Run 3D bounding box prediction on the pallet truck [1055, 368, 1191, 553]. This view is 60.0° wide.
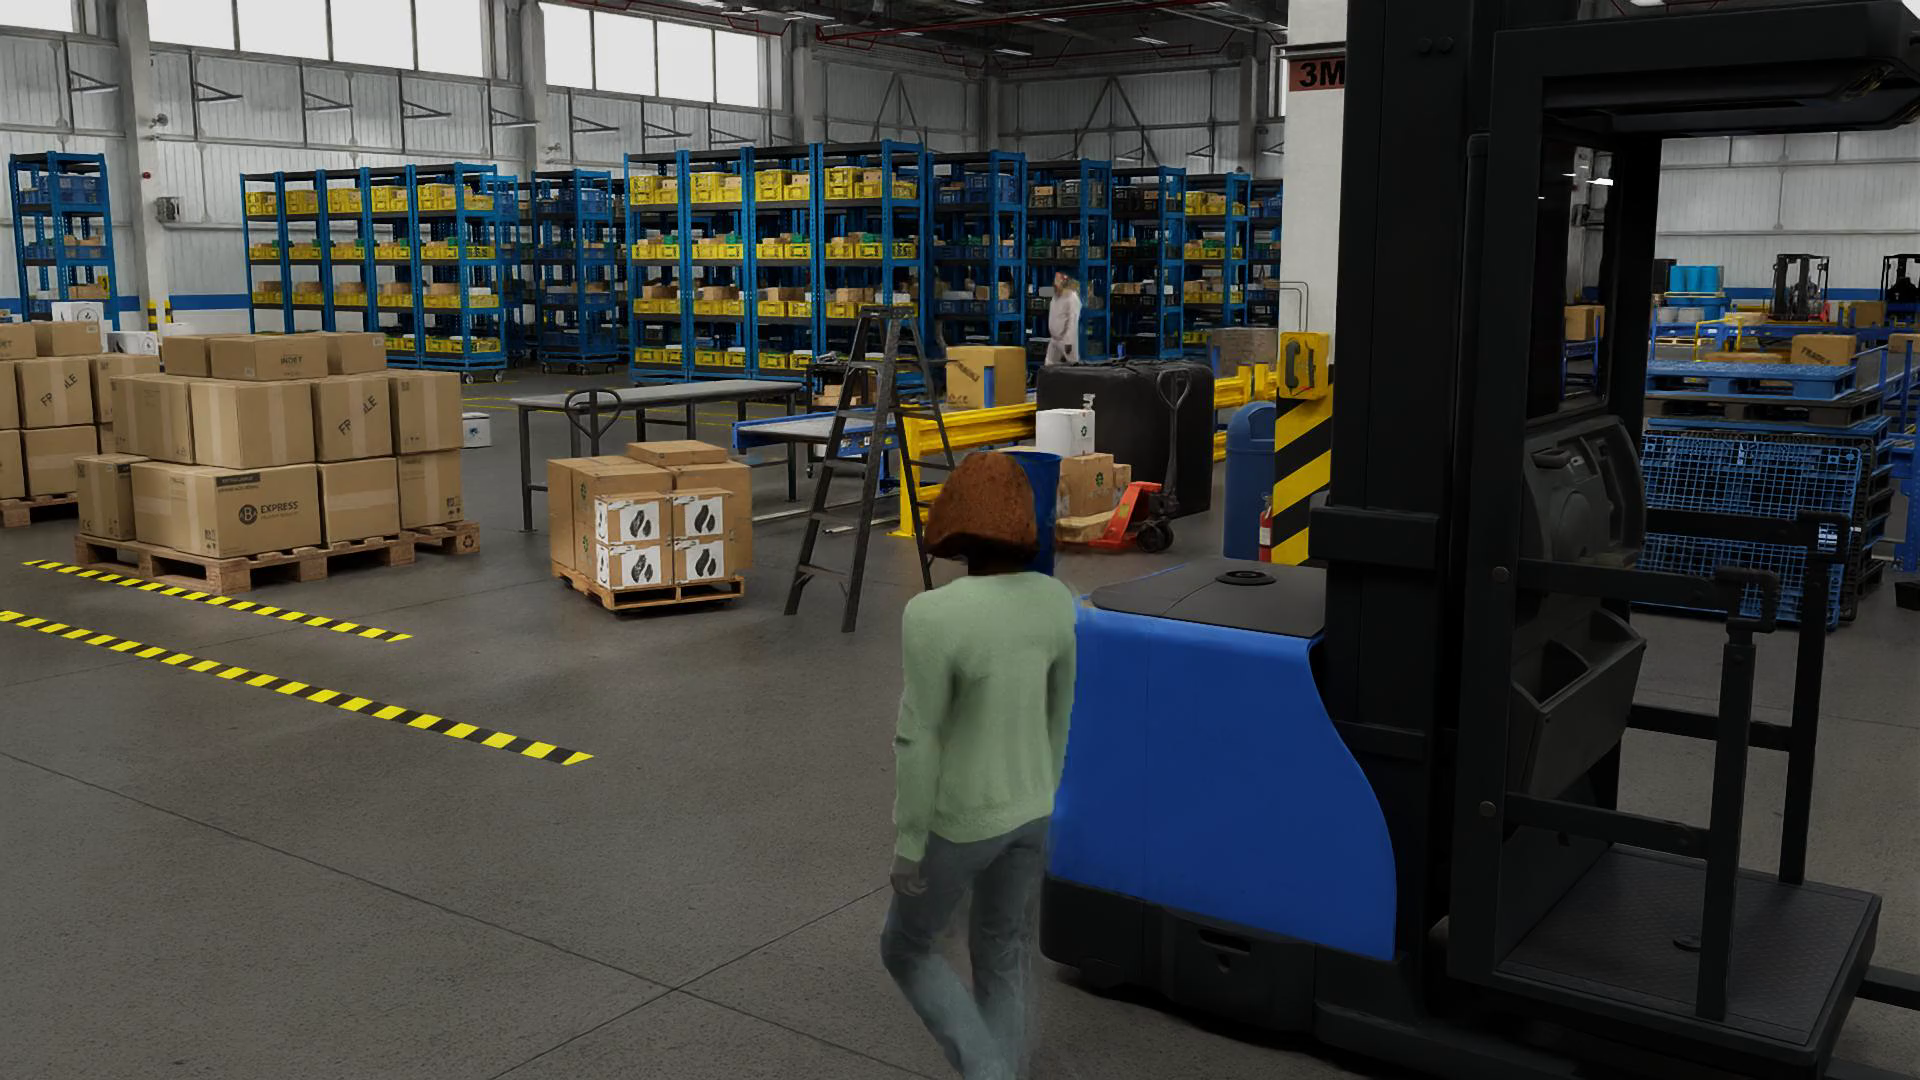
[{"bbox_3d":[0.845,-0.609,11.869,1.630,1.274,0.653,7,12,35],"label":"pallet truck"}]

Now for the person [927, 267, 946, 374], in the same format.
[{"bbox_3d":[-0.582,-3.940,29.784,1.018,1.938,0.642,6,11,31],"label":"person"}]

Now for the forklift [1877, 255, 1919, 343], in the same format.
[{"bbox_3d":[22.089,-5.634,38.796,1.157,1.987,2.680,6,11,33],"label":"forklift"}]

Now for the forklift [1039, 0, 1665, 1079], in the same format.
[{"bbox_3d":[1.249,-0.137,4.360,1.873,2.768,1.129,7,12,35],"label":"forklift"}]

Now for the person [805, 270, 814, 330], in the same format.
[{"bbox_3d":[-2.789,-4.212,31.715,0.395,1.841,0.564,0,10,-1],"label":"person"}]

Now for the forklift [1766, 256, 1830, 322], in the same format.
[{"bbox_3d":[20.253,-5.854,40.139,1.157,1.987,2.680,7,12,35],"label":"forklift"}]

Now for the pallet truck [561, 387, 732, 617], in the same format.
[{"bbox_3d":[-1.981,-0.274,10.088,0.680,1.201,1.601,-5,11,-28],"label":"pallet truck"}]

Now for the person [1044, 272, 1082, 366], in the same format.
[{"bbox_3d":[1.335,-2.733,22.836,0.960,1.855,0.673,-6,11,-32],"label":"person"}]

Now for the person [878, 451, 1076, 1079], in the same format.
[{"bbox_3d":[0.044,0.613,3.641,0.519,1.612,0.374,-9,13,-44],"label":"person"}]
